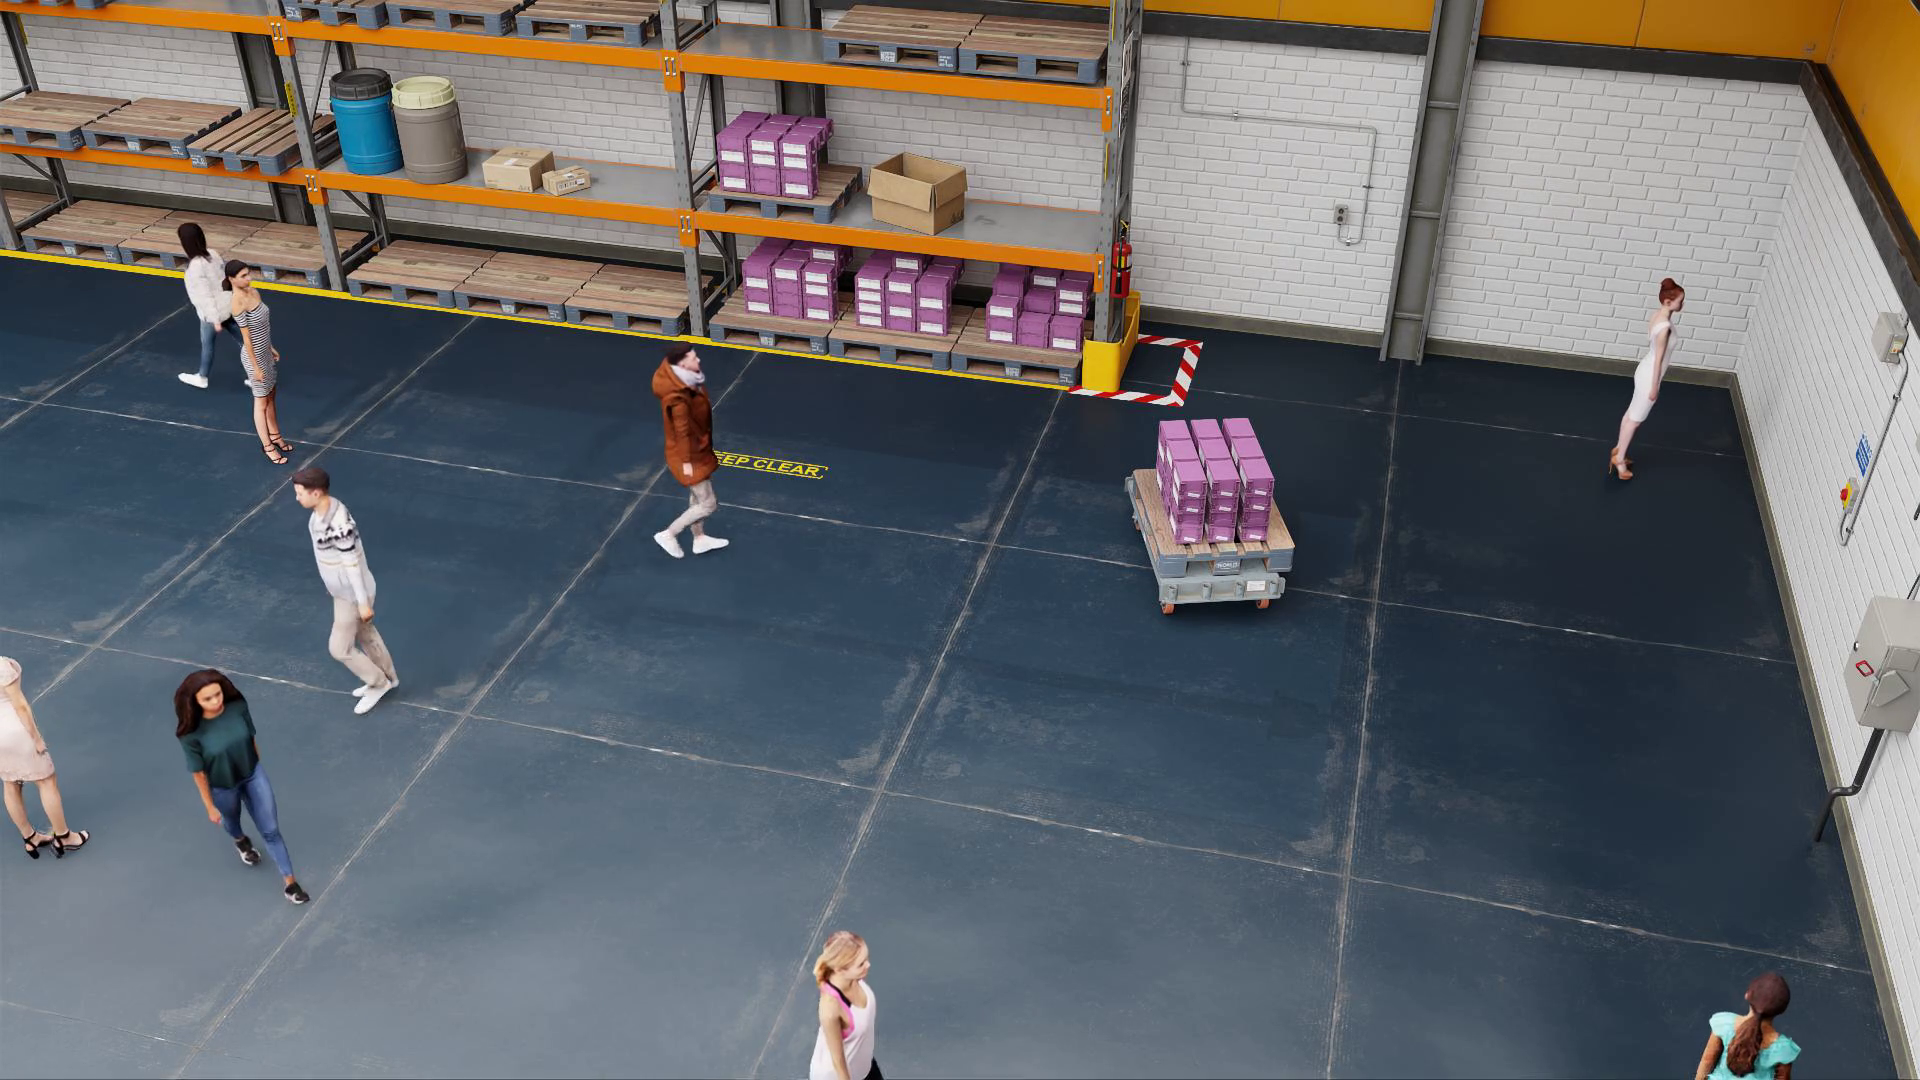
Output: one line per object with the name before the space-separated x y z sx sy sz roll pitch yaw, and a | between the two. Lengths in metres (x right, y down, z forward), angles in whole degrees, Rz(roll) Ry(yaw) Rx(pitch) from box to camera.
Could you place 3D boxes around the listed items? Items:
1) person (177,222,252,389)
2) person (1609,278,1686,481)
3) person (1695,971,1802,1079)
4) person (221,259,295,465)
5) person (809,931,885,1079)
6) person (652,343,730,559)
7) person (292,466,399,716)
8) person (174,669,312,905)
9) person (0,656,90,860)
person | -6.602 -2.064 14.984 1.066 1.595 0.742 2 34 4
person | 5.654 -1.322 13.686 0.490 1.794 0.558 10 35 14
person | 3.634 2.707 7.881 1.044 1.512 0.928 27 42 35
person | -5.882 -1.501 13.930 0.624 1.822 0.660 -1 34 -2
person | -0.654 2.504 7.954 0.647 1.768 0.638 11 35 16
person | -2.129 -0.637 12.627 0.965 1.827 0.894 -7 34 -11
person | -4.024 0.299 11.211 0.868 1.836 0.815 -18 37 -25
person | -4.319 1.395 9.803 1.175 1.569 0.945 28 43 35
person | -5.669 1.170 9.907 0.457 1.828 0.633 7 34 11
